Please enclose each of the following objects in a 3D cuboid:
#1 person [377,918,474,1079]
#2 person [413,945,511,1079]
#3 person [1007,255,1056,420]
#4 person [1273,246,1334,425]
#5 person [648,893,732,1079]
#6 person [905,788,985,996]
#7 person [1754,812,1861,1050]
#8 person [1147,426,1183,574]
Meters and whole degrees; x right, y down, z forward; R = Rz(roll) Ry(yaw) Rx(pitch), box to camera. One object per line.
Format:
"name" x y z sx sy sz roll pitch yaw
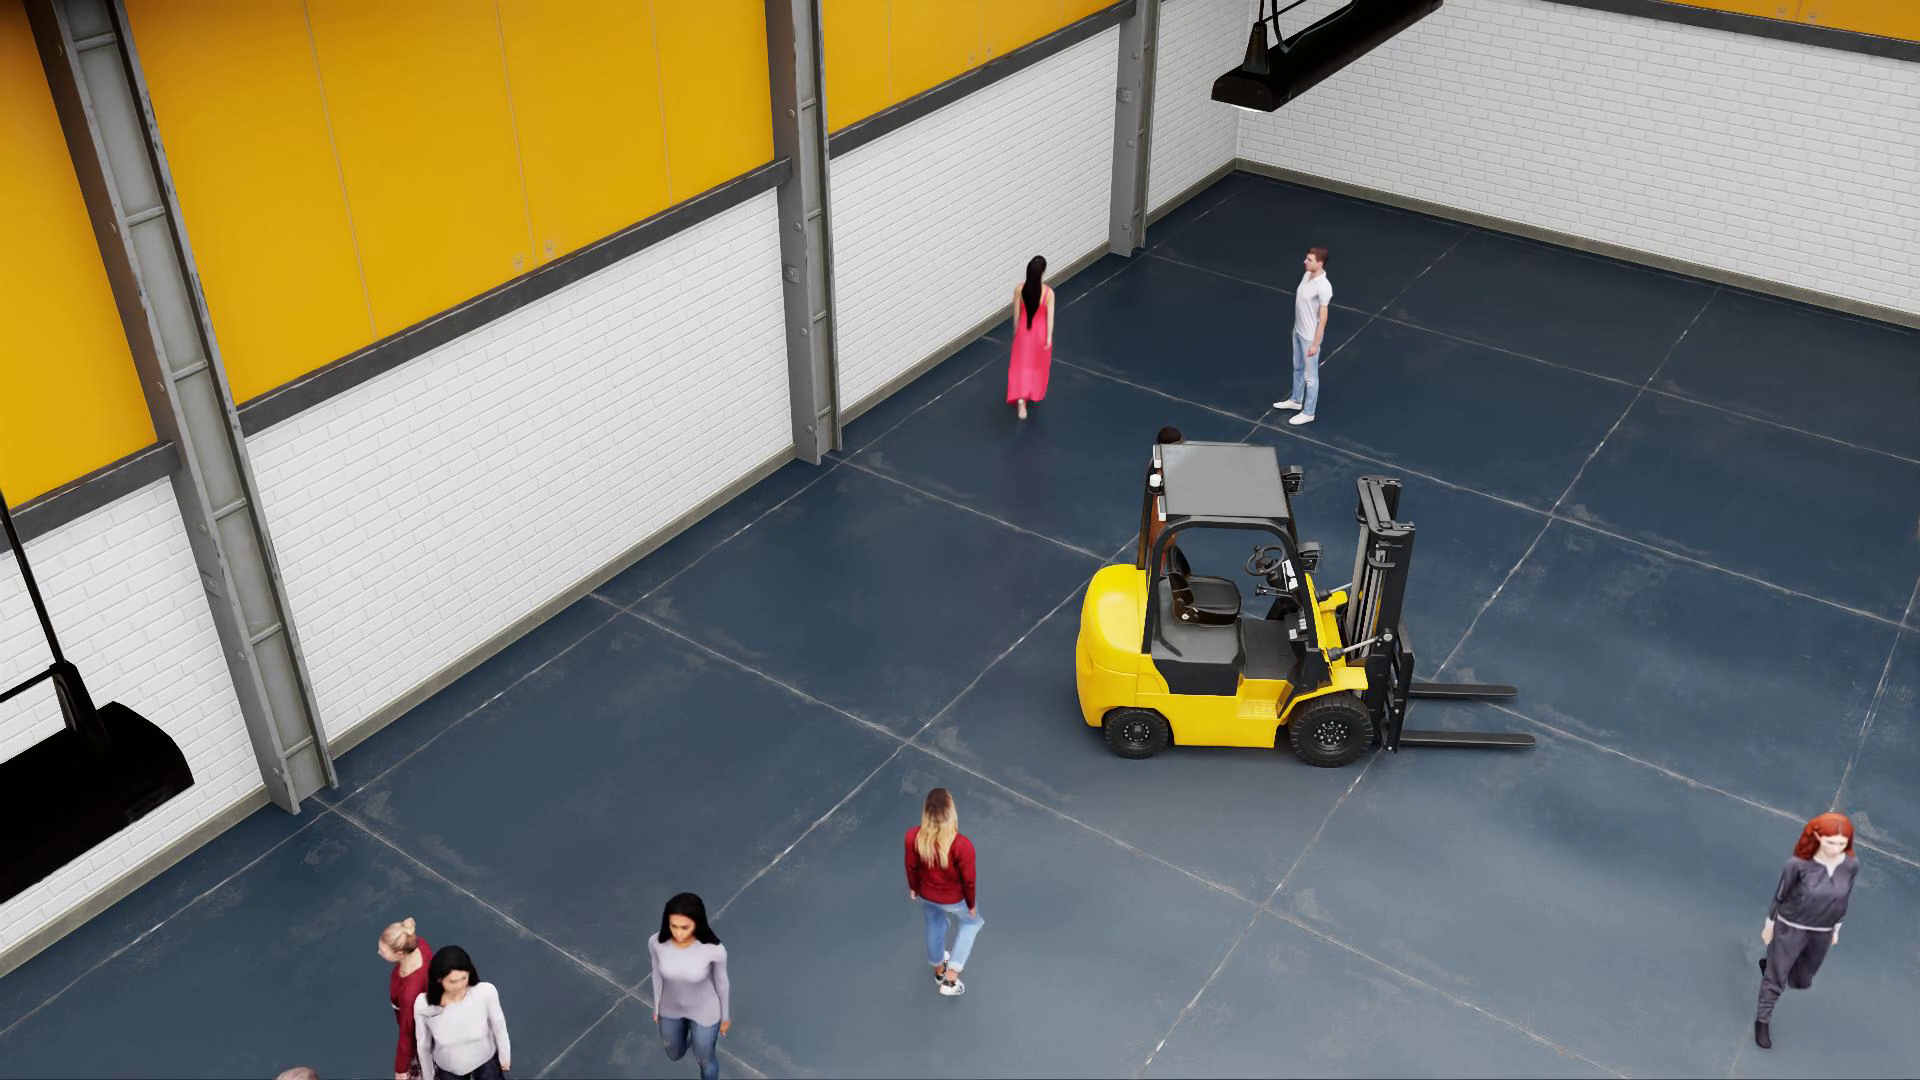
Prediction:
"person" -2.947 2.770 9.383 1.074 1.666 0.983 -8 35 -12
"person" -2.739 2.828 9.278 0.895 1.686 0.947 -6 34 -9
"person" 0.699 -1.960 16.471 0.877 1.698 1.088 5 34 7
"person" 3.454 -2.046 16.461 0.760 1.851 0.720 -8 34 -12
"person" -1.509 2.625 9.552 0.814 1.722 0.968 7 34 11
"person" -0.114 2.221 10.247 0.736 1.625 0.798 9 35 13
"person" 5.046 2.282 10.031 0.797 1.762 0.890 2 34 4
"person" 1.687 -0.195 13.823 0.700 1.690 0.608 1 34 1
